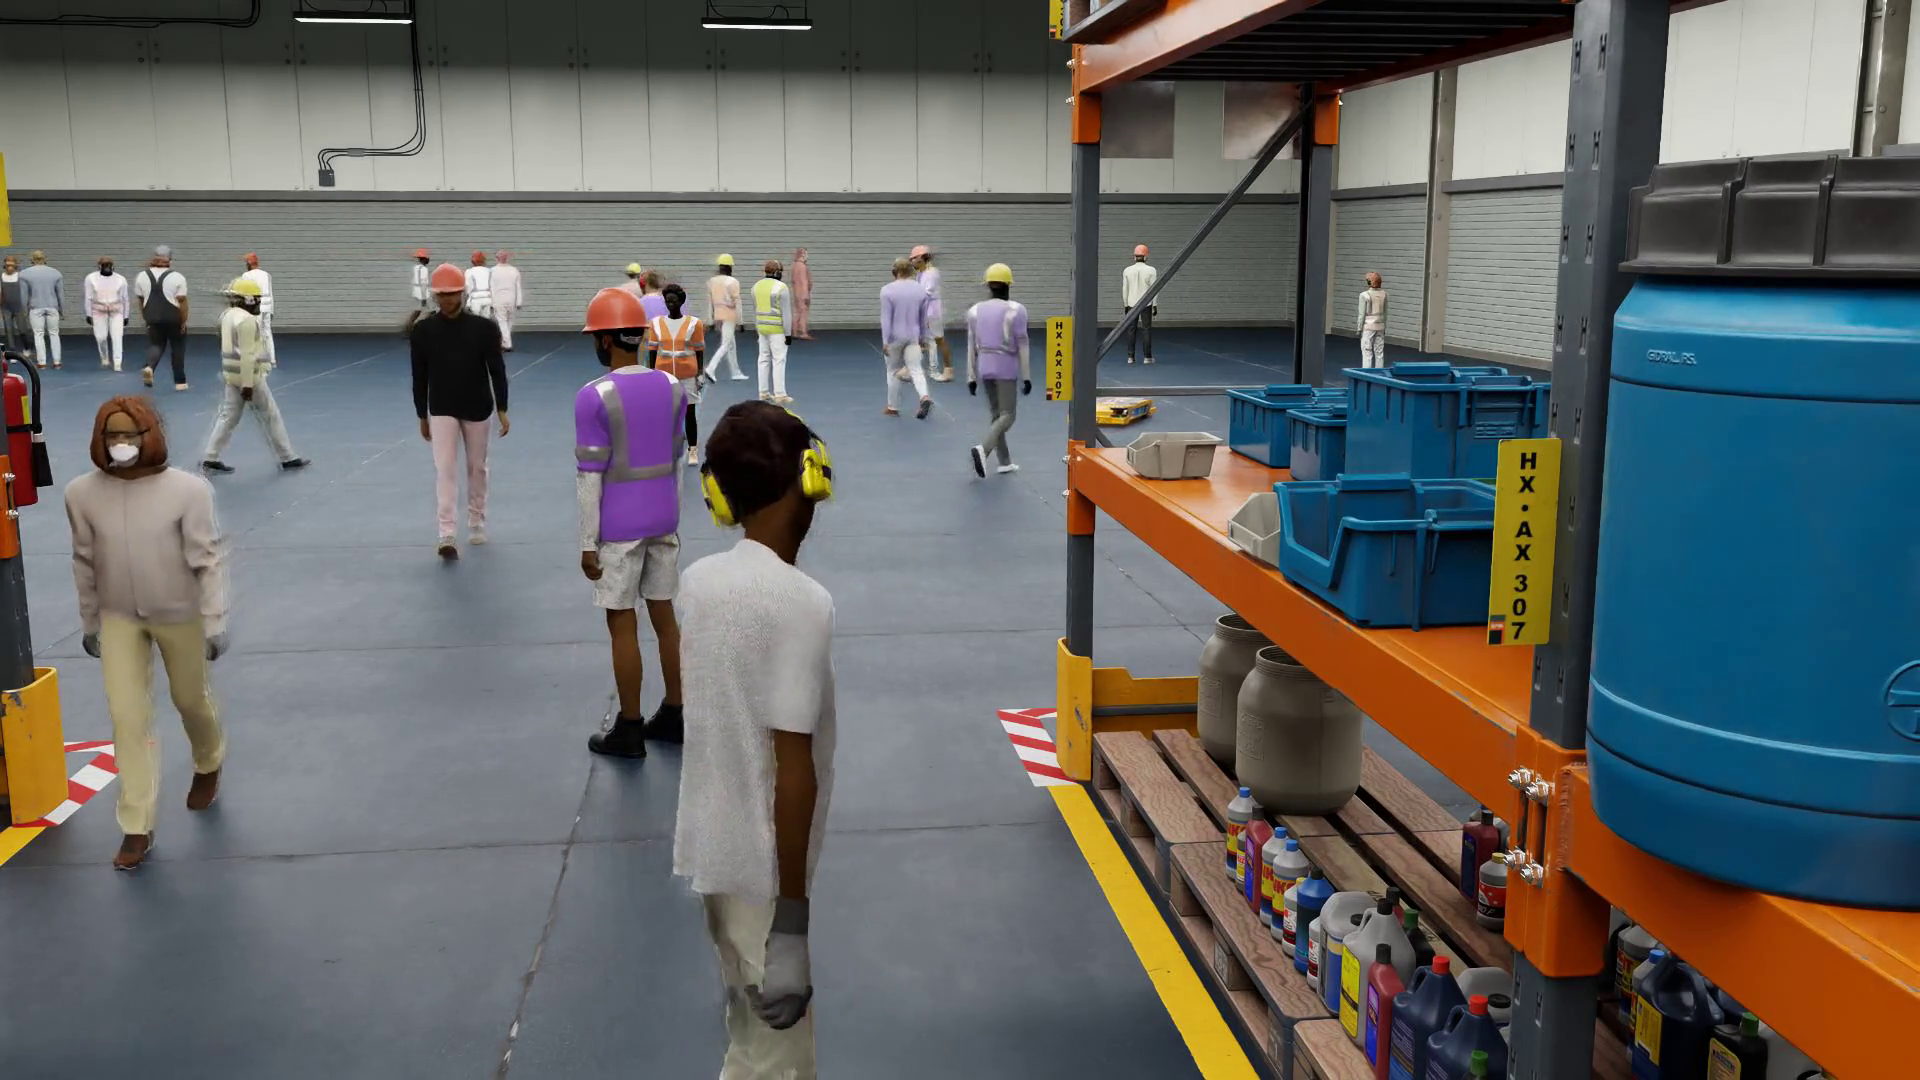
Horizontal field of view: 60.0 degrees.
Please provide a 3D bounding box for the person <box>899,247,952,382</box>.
[{"bbox_3d":[-0.549,-3.275,24.287,1.008,1.971,0.641,-5,12,-26],"label":"person"}]

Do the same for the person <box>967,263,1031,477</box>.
[{"bbox_3d":[0.315,-1.503,14.795,0.595,1.907,0.793,7,13,34],"label":"person"}]

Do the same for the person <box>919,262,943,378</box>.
[{"bbox_3d":[-0.487,-3.341,25.296,0.493,1.746,0.282,5,11,24],"label":"person"}]

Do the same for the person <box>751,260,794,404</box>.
[{"bbox_3d":[-2.389,-2.673,21.404,0.627,1.836,0.428,8,13,38],"label":"person"}]

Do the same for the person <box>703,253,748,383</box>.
[{"bbox_3d":[-3.481,-3.268,24.484,0.591,1.896,0.904,9,14,41],"label":"person"}]

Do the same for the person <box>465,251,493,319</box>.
[{"bbox_3d":[-8.744,-4.314,30.300,0.580,1.871,0.421,-9,13,-40],"label":"person"}]

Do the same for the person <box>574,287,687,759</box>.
[{"bbox_3d":[-1.370,-0.067,6.868,0.391,1.929,0.540,9,13,39],"label":"person"}]

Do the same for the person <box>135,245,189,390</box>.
[{"bbox_3d":[-11.040,-3.089,23.104,0.691,2.000,0.653,0,10,-2],"label":"person"}]

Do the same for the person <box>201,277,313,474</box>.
[{"bbox_3d":[-6.449,-1.477,15.019,0.946,1.777,0.603,-9,14,-42],"label":"person"}]

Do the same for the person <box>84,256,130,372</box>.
[{"bbox_3d":[-13.542,-3.591,26.439,0.649,1.828,0.522,-6,12,-28],"label":"person"}]

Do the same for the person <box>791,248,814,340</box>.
[{"bbox_3d":[-3.255,-5.096,34.478,0.404,1.906,0.645,-4,11,-23],"label":"person"}]

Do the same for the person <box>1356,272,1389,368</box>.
[{"bbox_3d":[5.824,-2.960,23.499,0.513,1.641,0.307,-5,12,-27],"label":"person"}]

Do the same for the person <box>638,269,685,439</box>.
[{"bbox_3d":[-3.274,-1.962,17.628,0.999,1.787,0.567,9,14,42],"label":"person"}]

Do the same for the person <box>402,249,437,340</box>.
[{"bbox_3d":[-11.109,-5.058,34.322,0.976,1.895,0.559,-8,13,-36],"label":"person"}]

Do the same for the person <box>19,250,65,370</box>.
[{"bbox_3d":[-14.758,-3.701,26.802,0.625,1.923,0.399,-8,13,-37],"label":"person"}]

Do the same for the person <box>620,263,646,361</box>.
[{"bbox_3d":[-4.998,-3.388,25.625,0.531,1.723,0.896,5,11,24],"label":"person"}]

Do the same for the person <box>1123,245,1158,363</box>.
[{"bbox_3d":[3.053,-3.981,28.113,0.612,1.997,0.375,4,11,23],"label":"person"}]

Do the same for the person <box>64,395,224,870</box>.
[{"bbox_3d":[-2.849,0.271,5.903,0.510,1.599,0.814,-2,11,-10],"label":"person"}]

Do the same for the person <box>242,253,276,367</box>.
[{"bbox_3d":[-11.415,-3.732,27.094,0.396,1.873,0.593,4,11,22],"label":"person"}]

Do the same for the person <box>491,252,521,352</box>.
[{"bbox_3d":[-8.530,-4.440,31.048,0.659,1.858,1.011,-7,13,-36],"label":"person"}]

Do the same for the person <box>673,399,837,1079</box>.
[{"bbox_3d":[-0.349,0.671,3.086,0.415,1.829,0.700,-6,12,-29],"label":"person"}]

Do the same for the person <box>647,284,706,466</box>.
[{"bbox_3d":[-2.638,-1.525,15.478,0.541,1.696,0.315,0,10,0],"label":"person"}]

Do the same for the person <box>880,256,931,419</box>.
[{"bbox_3d":[-0.628,-2.362,19.501,0.638,1.910,0.896,-6,12,-28],"label":"person"}]

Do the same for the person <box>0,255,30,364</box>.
[{"bbox_3d":[-16.015,-3.897,28.139,0.535,1.823,0.497,-4,11,-21],"label":"person"}]

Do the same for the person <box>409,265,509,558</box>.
[{"bbox_3d":[-3.373,-0.872,11.230,0.625,1.941,1.015,-3,11,-13],"label":"person"}]

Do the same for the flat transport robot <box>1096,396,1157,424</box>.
[{"bbox_3d":[1.798,-1.526,19.390,0.652,0.197,1.431,4,11,21],"label":"flat transport robot"}]
